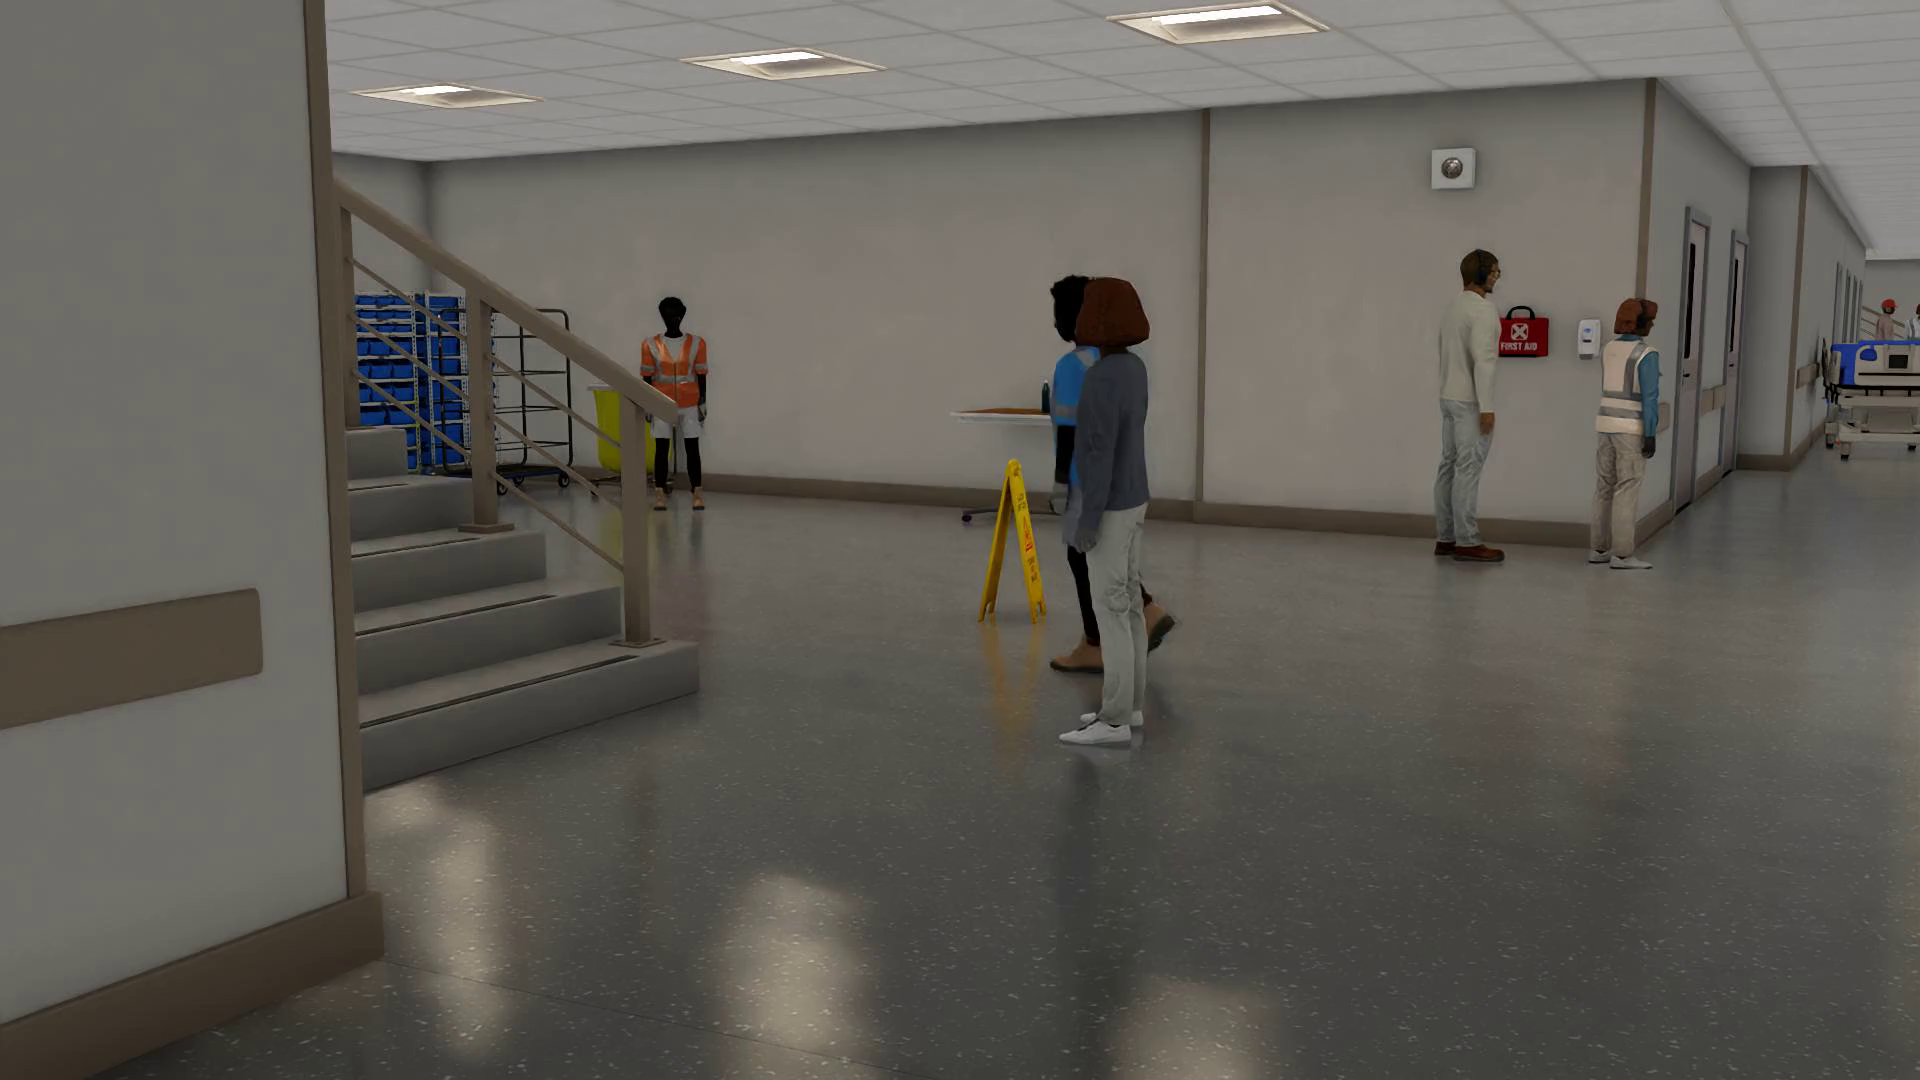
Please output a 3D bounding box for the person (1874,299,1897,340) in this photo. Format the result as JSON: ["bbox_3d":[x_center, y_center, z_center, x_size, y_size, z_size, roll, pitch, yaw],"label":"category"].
[{"bbox_3d":[19.424,-4.056,34.935,0.391,1.995,0.613,2,8,12],"label":"person"}]

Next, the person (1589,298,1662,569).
[{"bbox_3d":[4.018,-0.637,10.032,0.315,1.629,0.509,-2,8,-14],"label":"person"}]

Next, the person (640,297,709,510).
[{"bbox_3d":[-2.251,-1.068,13.131,0.536,1.689,0.324,-1,8,-11],"label":"person"}]

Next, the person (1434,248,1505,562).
[{"bbox_3d":[3.182,-0.838,10.393,0.378,1.940,0.629,-1,7,-5],"label":"person"}]

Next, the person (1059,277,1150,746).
[{"bbox_3d":[0.520,-0.097,5.846,0.280,1.636,0.501,3,8,20],"label":"person"}]

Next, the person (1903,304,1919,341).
[{"bbox_3d":[18.920,-3.723,32.804,0.574,1.883,0.355,2,8,18],"label":"person"}]

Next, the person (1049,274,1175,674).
[{"bbox_3d":[0.594,-0.260,6.909,0.447,1.679,0.525,3,8,25],"label":"person"}]
